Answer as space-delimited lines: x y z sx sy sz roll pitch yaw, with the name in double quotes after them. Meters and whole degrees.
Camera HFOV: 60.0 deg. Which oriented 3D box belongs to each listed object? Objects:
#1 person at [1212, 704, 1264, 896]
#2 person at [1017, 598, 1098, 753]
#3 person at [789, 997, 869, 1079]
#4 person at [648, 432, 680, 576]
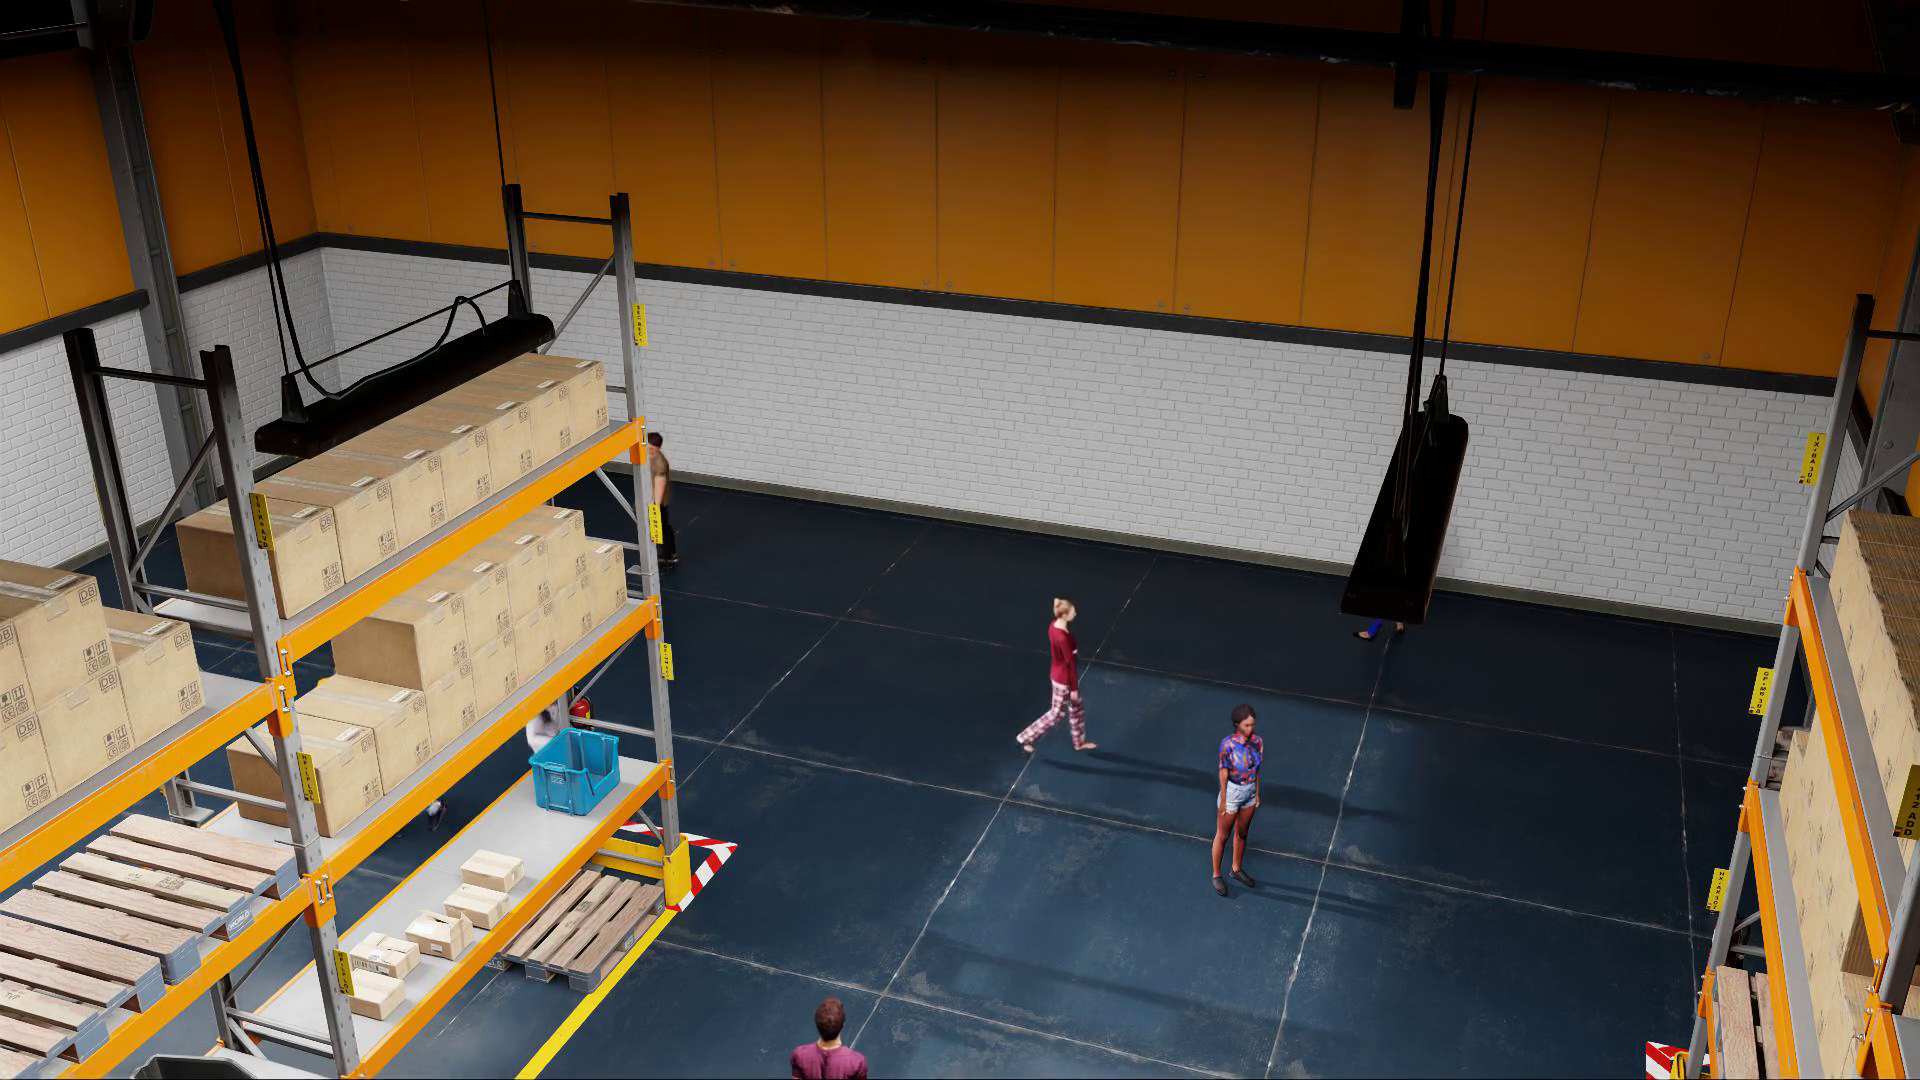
2.348 2.171 14.094 0.653 1.750 0.721 -12 26 -25 "person"
0.923 1.349 16.076 1.003 1.669 1.081 -3 24 -7 "person"
-0.814 3.716 10.446 0.703 1.840 0.779 5 24 11 "person"
-3.616 -0.480 20.084 0.911 1.810 0.865 -6 24 -13 "person"
